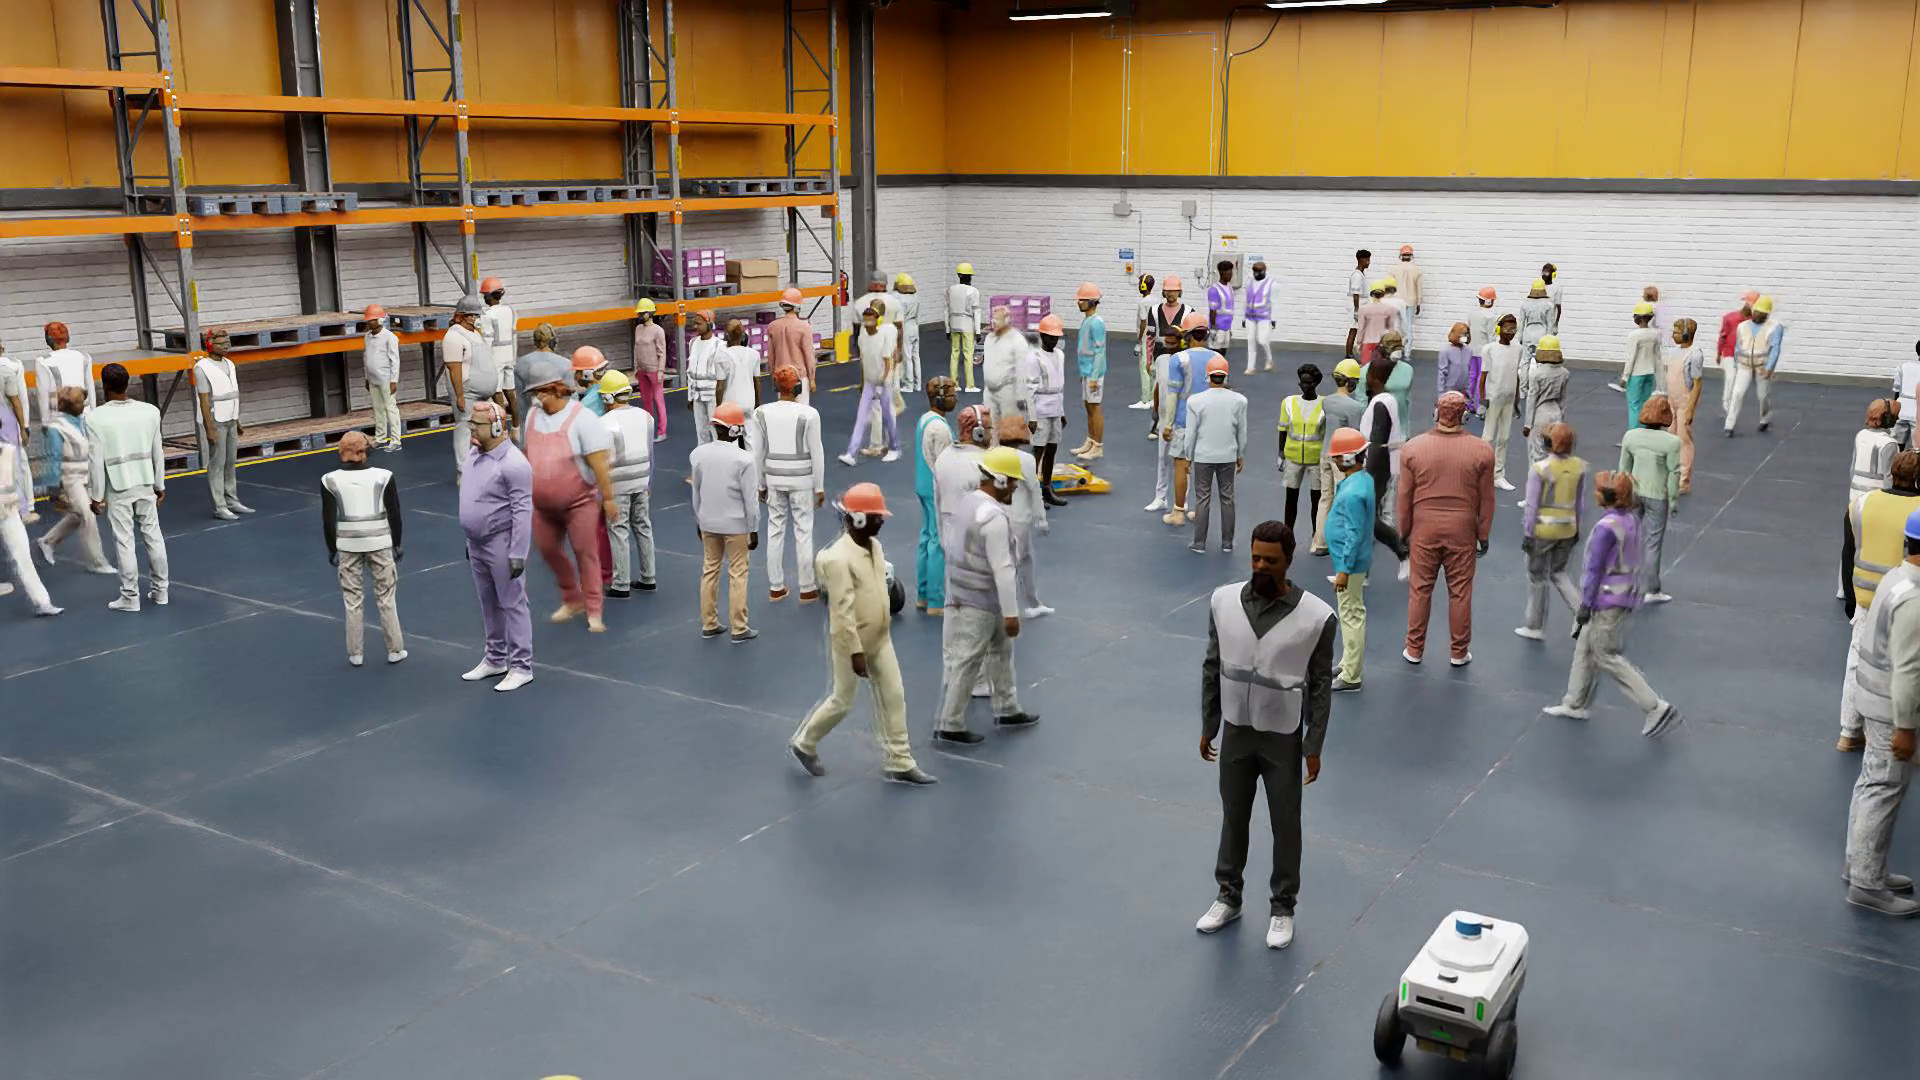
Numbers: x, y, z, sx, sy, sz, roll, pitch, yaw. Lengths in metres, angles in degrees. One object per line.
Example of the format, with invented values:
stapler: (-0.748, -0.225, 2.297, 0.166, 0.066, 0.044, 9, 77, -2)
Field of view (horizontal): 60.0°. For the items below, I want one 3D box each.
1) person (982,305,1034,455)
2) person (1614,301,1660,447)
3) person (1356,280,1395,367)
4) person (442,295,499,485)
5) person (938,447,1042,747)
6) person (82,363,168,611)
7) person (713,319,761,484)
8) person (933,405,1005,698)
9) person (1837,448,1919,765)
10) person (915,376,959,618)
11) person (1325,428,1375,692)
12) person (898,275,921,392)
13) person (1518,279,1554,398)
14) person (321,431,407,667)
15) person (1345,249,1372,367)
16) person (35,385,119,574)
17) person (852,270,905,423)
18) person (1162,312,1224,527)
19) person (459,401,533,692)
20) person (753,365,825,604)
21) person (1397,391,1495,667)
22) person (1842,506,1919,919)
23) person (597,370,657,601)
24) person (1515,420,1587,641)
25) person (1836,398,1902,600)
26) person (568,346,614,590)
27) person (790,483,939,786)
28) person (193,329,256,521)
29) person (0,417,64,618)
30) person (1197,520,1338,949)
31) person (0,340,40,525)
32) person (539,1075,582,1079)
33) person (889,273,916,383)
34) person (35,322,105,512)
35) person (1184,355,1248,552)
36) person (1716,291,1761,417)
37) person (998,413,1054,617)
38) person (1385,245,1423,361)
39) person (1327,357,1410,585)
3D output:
person: (0.523, -1.639, 18.262, 0.750, 1.887, 0.653, -11, 17, -39)
person: (8.156, -1.980, 19.997, 0.522, 1.769, 0.312, -8, 15, -30)
person: (5.820, -2.754, 23.355, 0.532, 1.768, 0.311, -1, 13, -2)
person: (-5.202, -1.610, 17.789, 0.535, 2.000, 0.679, 2, 13, 7)
person: (0.208, 0.333, 9.924, 0.812, 1.774, 0.704, -3, 13, -14)
person: (-6.413, -0.406, 12.836, 0.387, 1.919, 0.594, 8, 15, 32)
person: (-2.281, -1.339, 17.044, 0.508, 1.846, 0.345, -8, 15, -31)
person: (0.098, 0.069, 10.802, 0.407, 1.906, 0.655, -8, 15, -30)
person: (5.403, 0.379, 9.598, 0.429, 1.842, 0.633, -7, 15, -27)
person: (-0.170, -0.331, 12.671, 0.325, 1.843, 0.516, -4, 14, -17)
person: (2.531, 0.127, 10.906, 0.338, 1.742, 0.562, 4, 14, 17)
person: (-0.787, -3.079, 24.835, 0.331, 1.737, 0.488, 7, 15, 29)
person: (8.327, -2.905, 24.080, 0.486, 1.738, 0.315, 8, 15, 30)
person: (-4.082, 0.064, 11.410, 0.512, 1.639, 0.312, -3, 13, -11)
person: (6.656, -3.884, 27.848, 0.385, 1.957, 0.602, 4, 13, 15)
person: (-7.481, -0.507, 13.963, 0.725, 1.612, 0.539, 1, 13, 6)
person: (-1.053, -2.616, 22.153, 0.698, 2.000, 0.998, 2, 13, 9)
person: (2.202, -1.140, 15.789, 0.611, 2.029, 0.409, -7, 15, -26)
person: (-3.070, 0.036, 10.934, 0.639, 1.913, 0.407, 12, 17, 41)
person: (-1.326, -0.431, 13.021, 0.578, 1.883, 0.353, 4, 14, 16)
person: (3.318, -0.071, 11.407, 0.641, 1.908, 0.407, 4, 13, 16)
person: (4.364, 0.770, 7.698, 0.411, 1.941, 0.605, 6, 14, 25)
person: (-2.669, -0.433, 13.173, 0.404, 1.824, 0.591, 9, 16, 34)
person: (4.269, -0.041, 11.908, 0.516, 1.624, 0.491, -6, 14, -23)
person: (7.089, -0.287, 12.932, 0.306, 1.640, 0.522, 0, 13, -2)
person: (-2.914, -0.564, 13.367, 0.406, 1.987, 0.614, 3, 13, 12)
person: (-0.567, 0.527, 9.244, 0.832, 1.707, 0.559, 7, 15, 29)
person: (-7.158, -1.122, 16.100, 0.389, 1.847, 0.567, 1, 13, 4)
person: (-7.279, -0.181, 12.566, 0.851, 1.586, 0.520, 7, 15, 27)
person: (1.353, 0.846, 7.399, 0.592, 1.922, 0.392, 7, 15, 29)
person: (-9.115, -1.045, 15.780, 0.513, 1.839, 0.335, 0, 13, 1)
person: (-0.800, 1.878, 3.288, 0.340, 1.761, 0.524, -4, 14, -19)
person: (-0.901, -3.314, 25.956, 0.489, 1.688, 0.863, -1, 13, -4)
person: (-8.828, -1.222, 16.479, 0.356, 1.876, 0.575, 7, 15, 28)
person: (2.252, -0.759, 14.727, 0.563, 1.751, 0.329, -1, 13, -6)
person: (10.465, -2.481, 22.294, 0.582, 1.706, 0.754, 3, 13, 14)
person: (0.395, -0.152, 12.436, 0.780, 1.597, 0.506, -7, 15, -29)
person: (7.630, -4.073, 28.615, 0.624, 1.981, 0.412, 2, 13, 7)
person: (3.415, -0.551, 13.588, 0.676, 1.866, 0.631, 2, 13, 8)
